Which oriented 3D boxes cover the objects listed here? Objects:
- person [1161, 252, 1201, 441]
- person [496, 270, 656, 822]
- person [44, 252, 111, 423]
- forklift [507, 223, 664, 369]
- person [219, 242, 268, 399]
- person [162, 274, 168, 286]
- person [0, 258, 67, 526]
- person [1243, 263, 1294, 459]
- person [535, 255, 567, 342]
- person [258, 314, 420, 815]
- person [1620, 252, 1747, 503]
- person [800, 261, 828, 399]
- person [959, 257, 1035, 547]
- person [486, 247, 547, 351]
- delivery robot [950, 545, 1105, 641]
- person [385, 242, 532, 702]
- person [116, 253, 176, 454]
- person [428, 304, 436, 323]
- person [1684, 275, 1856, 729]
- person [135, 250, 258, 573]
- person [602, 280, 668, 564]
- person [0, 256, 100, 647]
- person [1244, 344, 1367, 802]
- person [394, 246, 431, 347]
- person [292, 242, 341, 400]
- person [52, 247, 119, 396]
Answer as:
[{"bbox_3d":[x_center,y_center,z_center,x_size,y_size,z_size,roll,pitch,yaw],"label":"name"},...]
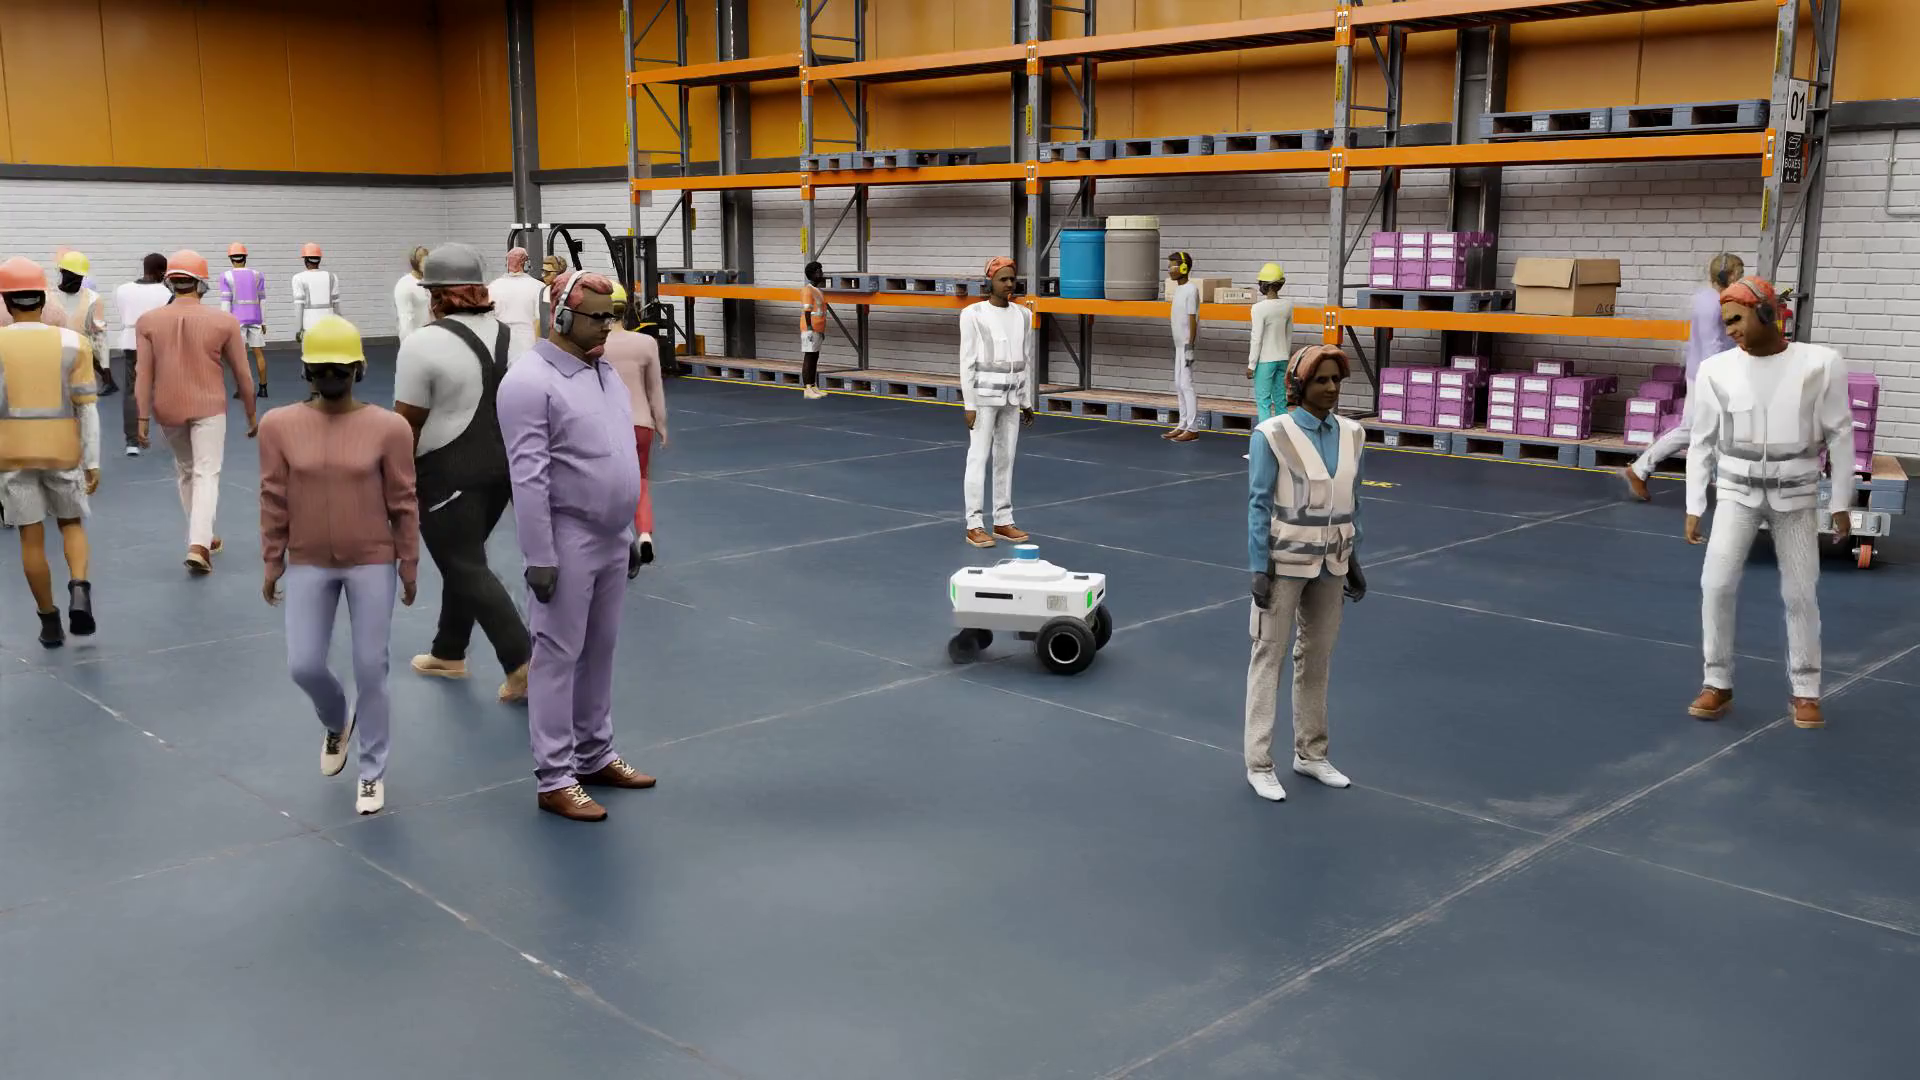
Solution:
[{"bbox_3d":[2.206,-1.904,16.430,0.327,1.860,0.538,-2,11,-11],"label":"person"},{"bbox_3d":[-1.319,0.012,5.864,0.407,1.903,0.639,3,11,18],"label":"person"},{"bbox_3d":[-7.901,-1.607,14.759,0.615,1.868,0.643,-9,14,-41],"label":"person"},{"bbox_3d":[-5.316,-3.263,22.920,2.313,2.155,1.214,-10,14,-44],"label":"forklift"},{"bbox_3d":[-8.902,-2.719,20.673,0.542,1.930,0.374,-9,14,-41],"label":"person"},{"bbox_3d":[-10.202,-2.722,21.531,0.513,1.623,0.412,-6,12,-28],"label":"person"},{"bbox_3d":[-6.603,-1.052,11.736,0.647,1.878,0.883,-2,11,-11],"label":"person"},{"bbox_3d":[2.788,-1.601,15.016,0.525,1.772,0.309,-8,13,-39],"label":"person"},{"bbox_3d":[-3.718,-1.718,15.456,0.506,1.843,0.349,3,11,15],"label":"person"},{"bbox_3d":[-2.181,0.078,5.889,0.545,1.753,0.443,-2,11,-11],"label":"person"},{"bbox_3d":[5.500,-1.180,12.362,0.942,1.912,0.629,8,13,37],"label":"person"},{"bbox_3d":[-1.816,-2.604,20.683,0.321,1.697,0.529,2,11,12],"label":"person"},{"bbox_3d":[0.248,-0.902,10.896,0.574,1.883,0.361,-8,13,-36],"label":"person"},{"bbox_3d":[-4.117,-1.787,15.656,0.641,1.908,0.407,0,10,1],"label":"person"},{"bbox_3d":[0.319,0.266,7.892,0.707,0.478,0.477,3,11,15],"label":"delivery robot"},{"bbox_3d":[-2.143,-0.322,7.301,0.975,2.000,0.677,5,12,26],"label":"person"},{"bbox_3d":[-7.574,-1.746,15.589,0.586,1.845,0.980,0,10,-2],"label":"person"},{"bbox_3d":[-4.390,-1.513,14.300,0.988,1.854,0.669,4,11,21],"label":"person"},{"bbox_3d":[3.349,-0.156,6.889,0.639,1.859,0.371,7,12,32],"label":"person"},{"bbox_3d":[-4.664,-0.786,10.126,0.643,1.948,1.018,-1,10,-8],"label":"person"},{"bbox_3d":[-2.030,-0.668,9.959,0.562,1.756,0.411,-6,12,-31],"label":"person"},{"bbox_3d":[-4.514,-0.416,8.135,0.548,1.922,0.440,-7,12,-33],"label":"person"},{"bbox_3d":[1.247,0.112,6.022,0.512,1.642,0.312,-5,12,-27],"label":"person"},{"bbox_3d":[-5.177,-1.910,16.327,0.958,1.898,0.658,3,11,18],"label":"person"},{"bbox_3d":[-7.650,-2.559,19.788,0.552,1.933,0.376,-9,14,-42],"label":"person"},{"bbox_3d":[-10.969,-2.690,20.659,0.558,1.893,1.015,6,12,32],"label":"person"}]
